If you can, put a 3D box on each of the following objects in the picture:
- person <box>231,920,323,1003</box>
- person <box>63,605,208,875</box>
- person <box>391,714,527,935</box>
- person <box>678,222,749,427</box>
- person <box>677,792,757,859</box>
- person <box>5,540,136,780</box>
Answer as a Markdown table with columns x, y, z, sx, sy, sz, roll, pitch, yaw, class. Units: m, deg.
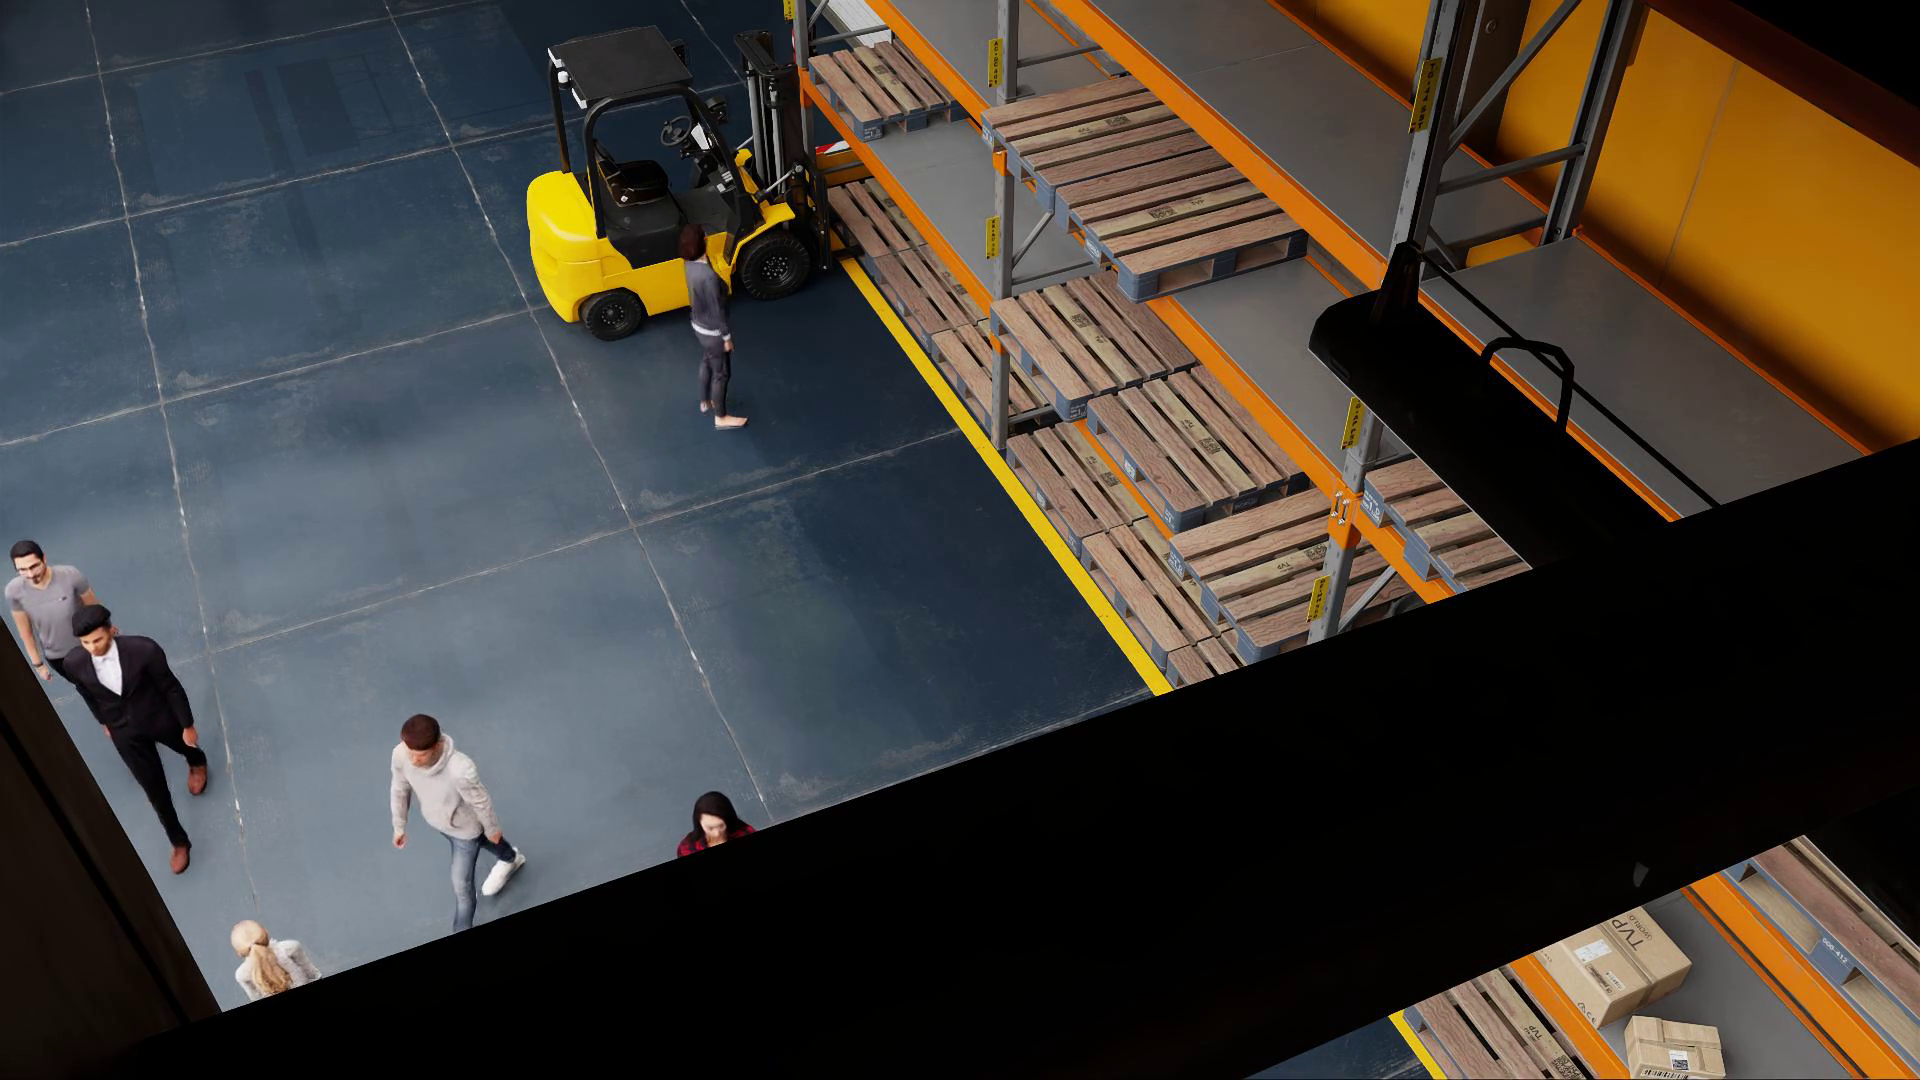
| x | y | z | sx | sy | sz | roll | pitch | yaw | class |
| --- | --- | --- | --- | --- | --- | --- | --- | --- | --- |
| -3.495 | 2.432 | 8.720 | 0.542 | 1.261 | 0.695 | -19 | 47 | -19 | person |
| -4.778 | 0.995 | 9.811 | 0.868 | 1.837 | 1.236 | -9 | 44 | -10 | person |
| -2.753 | 1.506 | 9.305 | 1.216 | 1.794 | 1.221 | 18 | 46 | 18 | person |
| -1.888 | -1.618 | 12.605 | 0.721 | 1.765 | 0.494 | -16 | 46 | -16 | person |
| -1.288 | 1.902 | 8.990 | 0.596 | 1.656 | 0.524 | -14 | 45 | -15 | person |
| -5.488 | 0.600 | 10.307 | 0.668 | 1.725 | 1.145 | -16 | 46 | -16 | person |
